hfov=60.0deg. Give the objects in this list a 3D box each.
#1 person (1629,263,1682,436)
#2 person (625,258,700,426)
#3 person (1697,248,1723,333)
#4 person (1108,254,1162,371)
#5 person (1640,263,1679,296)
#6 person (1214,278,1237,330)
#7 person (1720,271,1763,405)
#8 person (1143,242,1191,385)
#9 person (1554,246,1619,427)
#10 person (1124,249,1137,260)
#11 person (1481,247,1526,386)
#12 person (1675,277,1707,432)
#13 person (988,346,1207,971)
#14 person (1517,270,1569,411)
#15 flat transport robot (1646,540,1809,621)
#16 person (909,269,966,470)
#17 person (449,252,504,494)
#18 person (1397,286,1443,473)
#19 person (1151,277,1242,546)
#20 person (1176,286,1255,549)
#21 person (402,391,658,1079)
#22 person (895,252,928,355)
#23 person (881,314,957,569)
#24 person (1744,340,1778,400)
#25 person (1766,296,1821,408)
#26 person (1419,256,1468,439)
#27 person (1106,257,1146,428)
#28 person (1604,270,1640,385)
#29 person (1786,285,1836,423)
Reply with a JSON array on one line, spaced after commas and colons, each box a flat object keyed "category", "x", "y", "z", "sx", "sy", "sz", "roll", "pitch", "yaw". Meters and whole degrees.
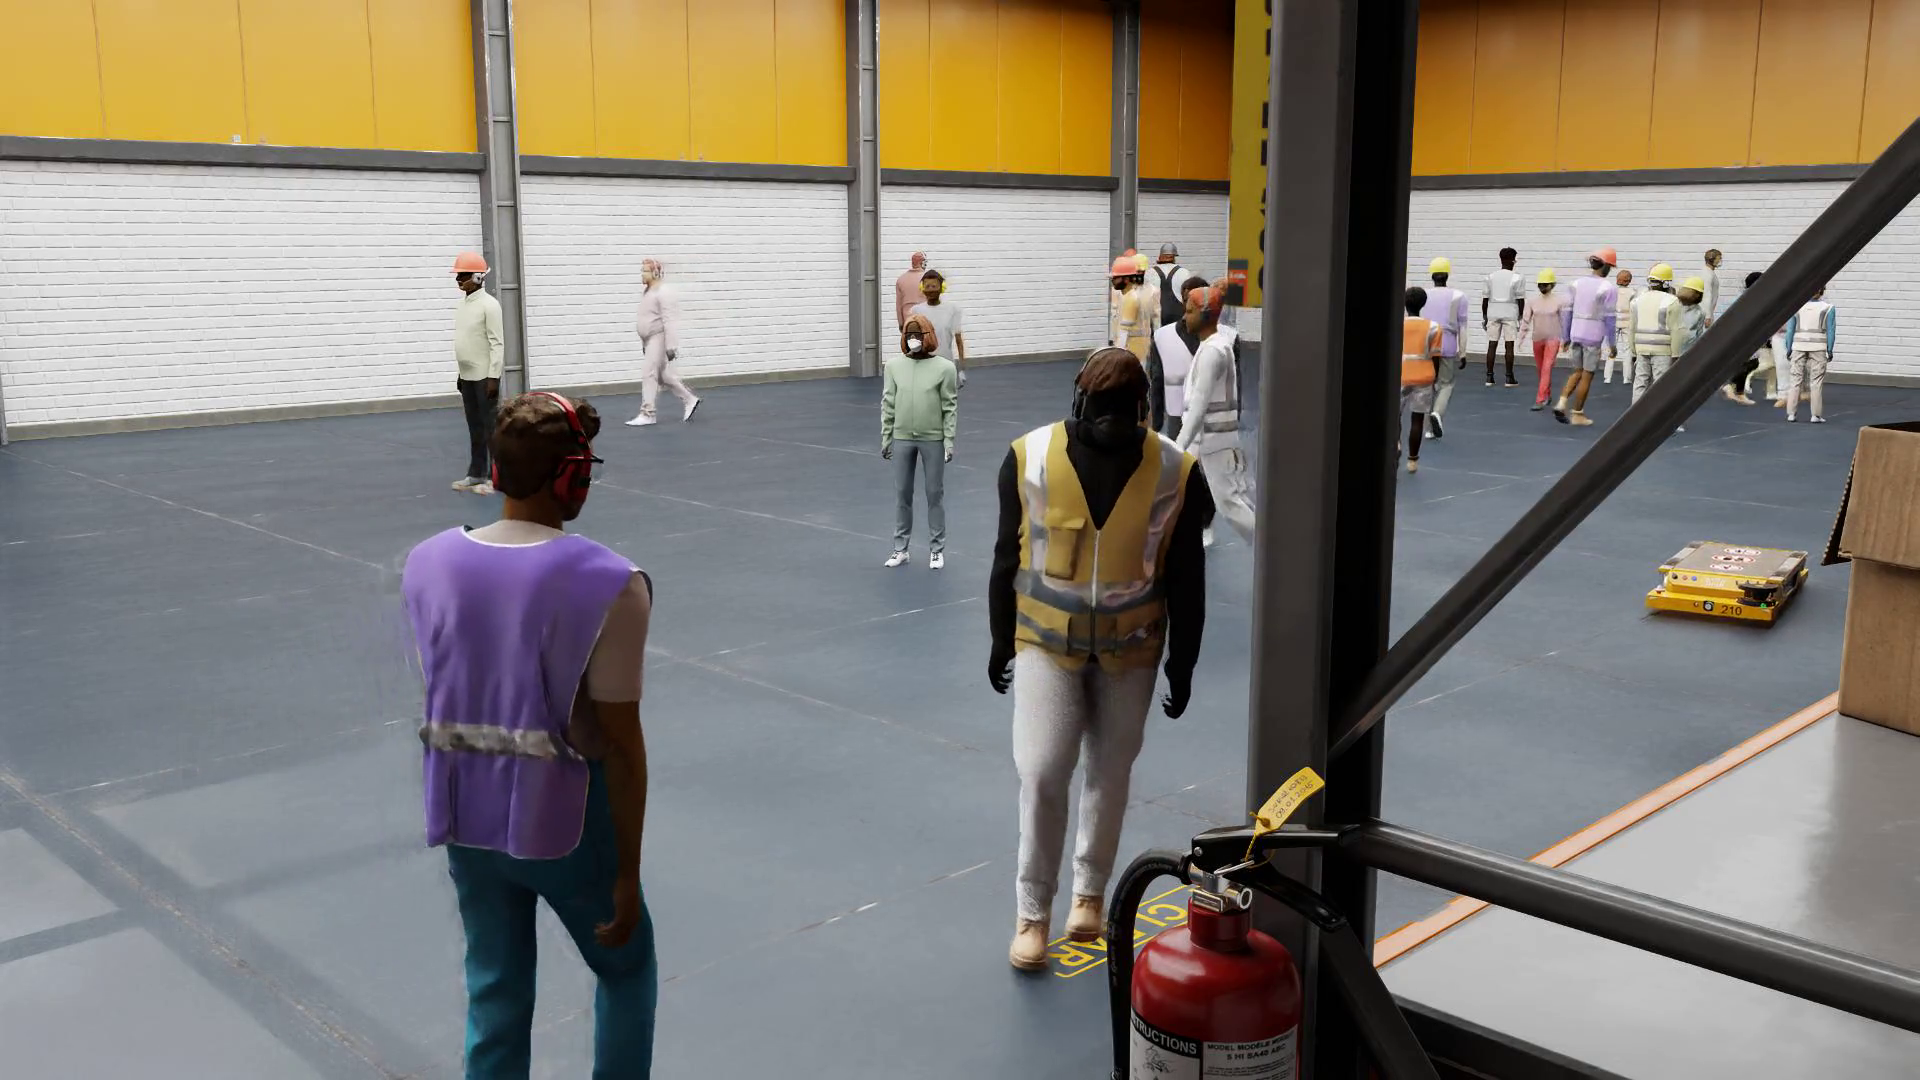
[{"category": "person", "x": 7.405, "y": -2.014, "z": 17.693, "sx": 0.404, "sy": 1.833, "sz": 0.586, "roll": -7, "pitch": 13, "yaw": -34}, {"category": "person", "x": -3.376, "y": -2.244, "z": 18.831, "sx": 0.871, "sy": 1.882, "sz": 0.657, "roll": -6, "pitch": 12, "yaw": -29}, {"category": "person", "x": 10.956, "y": -3.305, "z": 24.443, "sx": 0.353, "sy": 1.937, "sz": 0.635, "roll": 4, "pitch": 11, "yaw": 19}, {"category": "person", "x": 2.081, "y": -2.422, "z": 19.688, "sx": 0.626, "sy": 1.911, "sz": 0.414, "roll": -1, "pitch": 10, "yaw": -7}, {"category": "person", "x": 8.667, "y": -2.546, "z": 20.700, "sx": 0.522, "sy": 1.802, "sz": 0.987, "roll": 1, "pitch": 10, "yaw": 6}, {"category": "person", "x": 3.287, "y": -2.468, "z": 20.767, "sx": 0.421, "sy": 1.604, "sz": 0.523, "roll": -6, "pitch": 12, "yaw": -29}, {"category": "person", "x": 9.891, "y": -2.524, "z": 20.863, "sx": 0.362, "sy": 1.683, "sz": 0.550, "roll": 6, "pitch": 12, "yaw": 29}, {"category": "person", "x": 2.921, "y": -3.180, "z": 23.484, "sx": 0.683, "sy": 2.000, "sz": 0.536, "roll": 2, "pitch": 11, "yaw": 12}, {"category": "person", "x": 6.980, "y": -2.239, "z": 18.422, "sx": 0.480, "sy": 2.017, "sz": 0.625, "roll": -5, "pitch": 12, "yaw": -27}, {"category": "person", "x": 2.882, "y": -3.911, "z": 27.888, "sx": 0.552, "sy": 1.896, "sz": 0.856, "roll": 5, "pitch": 12, "yaw": 27}, {"category": "person", "x": 7.701, "y": -3.158, "z": 23.579, "sx": 0.609, "sy": 1.960, "sz": 0.371, "roll": 7, "pitch": 13, "yaw": 35}, {"category": "person", "x": 7.942, "y": -2.068, "z": 18.372, "sx": 0.501, "sy": 1.685, "sz": 0.894, "roll": 3, "pitch": 11, "yaw": 13}, {"category": "person", "x": 0.398, "y": 0.351, "z": 4.848, "sx": 0.639, "sy": 1.812, "sz": 0.696, "roll": 0, "pitch": 10, "yaw": 2}, {"category": "person", "x": 7.232, "y": -2.476, "z": 20.541, "sx": 0.543, "sy": 1.716, "sz": 0.917, "roll": 9, "pitch": 14, "yaw": 41}, {"category": "flat transport robot", "x": 4.542, "y": 0.218, "z": 9.786, "sx": 0.652, "sy": 0.197, "sz": 1.431, "roll": 7, "pitch": 12, "yaw": 33}, {"category": "person", "x": -0.203, "y": -1.584, "z": 15.402, "sx": 0.540, "sy": 1.828, "sz": 0.982, "roll": 1, "pitch": 10, "yaw": 4}, {"category": "person", "x": -4.006, "y": -1.382, "z": 13.803, "sx": 0.610, "sy": 1.996, "sz": 0.379, "roll": 10, "pitch": 14, "yaw": 44}, {"category": "person", "x": 4.015, "y": -1.414, "z": 14.813, "sx": 0.540, "sy": 1.681, "sz": 0.459, "roll": 3, "pitch": 11, "yaw": 14}, {"category": "person", "x": 1.576, "y": -0.820, "z": 11.121, "sx": 0.606, "sy": 1.864, "sz": 1.042, "roll": 2, "pitch": 11, "yaw": 12}, {"category": "person", "x": 1.553, "y": -0.584, "z": 9.892, "sx": 0.966, "sy": 1.848, "sz": 0.574, "roll": 1, "pitch": 10, "yaw": 5}, {"category": "person", "x": -0.848, "y": 0.599, "z": 3.502, "sx": 0.559, "sy": 1.817, "sz": 0.659, "roll": 3, "pitch": 11, "yaw": 14}, {"category": "person", "x": -0.556, "y": -2.989, "z": 22.811, "sx": 0.644, "sy": 1.907, "sz": 0.400, "roll": 6, "pitch": 12, "yaw": 28}, {"category": "person", "x": -0.266, "y": -0.628, "z": 10.682, "sx": 0.500, "sy": 1.633, "sz": 0.284, "roll": 2, "pitch": 11, "yaw": 13}, {"category": "person", "x": 10.535, "y": -2.629, "z": 21.618, "sx": 0.505, "sy": 1.613, "sz": 0.473, "roll": -9, "pitch": 14, "yaw": -41}, {"category": "person", "x": 10.378, "y": -2.558, "z": 20.709, "sx": 0.668, "sy": 1.819, "sz": 0.609, "roll": 10, "pitch": 14, "yaw": 43}, {"category": "person", "x": 4.946, "y": -1.976, "z": 17.256, "sx": 0.603, "sy": 1.913, "sz": 0.587, "roll": 5, "pitch": 11, "yaw": 25}, {"category": "person", "x": 1.570, "y": -1.794, "z": 16.287, "sx": 0.683, "sy": 1.914, "sz": 0.560, "roll": 0, "pitch": 10, "yaw": 0}, {"category": "person", "x": 9.469, "y": -3.043, "z": 23.833, "sx": 0.522, "sy": 1.640, "sz": 0.306, "roll": 4, "pitch": 11, "yaw": 23}, {"category": "person", "x": 9.677, "y": -2.148, "z": 18.948, "sx": 0.514, "sy": 1.642, "sz": 0.310, "roll": 9, "pitch": 14, "yaw": 40}]
